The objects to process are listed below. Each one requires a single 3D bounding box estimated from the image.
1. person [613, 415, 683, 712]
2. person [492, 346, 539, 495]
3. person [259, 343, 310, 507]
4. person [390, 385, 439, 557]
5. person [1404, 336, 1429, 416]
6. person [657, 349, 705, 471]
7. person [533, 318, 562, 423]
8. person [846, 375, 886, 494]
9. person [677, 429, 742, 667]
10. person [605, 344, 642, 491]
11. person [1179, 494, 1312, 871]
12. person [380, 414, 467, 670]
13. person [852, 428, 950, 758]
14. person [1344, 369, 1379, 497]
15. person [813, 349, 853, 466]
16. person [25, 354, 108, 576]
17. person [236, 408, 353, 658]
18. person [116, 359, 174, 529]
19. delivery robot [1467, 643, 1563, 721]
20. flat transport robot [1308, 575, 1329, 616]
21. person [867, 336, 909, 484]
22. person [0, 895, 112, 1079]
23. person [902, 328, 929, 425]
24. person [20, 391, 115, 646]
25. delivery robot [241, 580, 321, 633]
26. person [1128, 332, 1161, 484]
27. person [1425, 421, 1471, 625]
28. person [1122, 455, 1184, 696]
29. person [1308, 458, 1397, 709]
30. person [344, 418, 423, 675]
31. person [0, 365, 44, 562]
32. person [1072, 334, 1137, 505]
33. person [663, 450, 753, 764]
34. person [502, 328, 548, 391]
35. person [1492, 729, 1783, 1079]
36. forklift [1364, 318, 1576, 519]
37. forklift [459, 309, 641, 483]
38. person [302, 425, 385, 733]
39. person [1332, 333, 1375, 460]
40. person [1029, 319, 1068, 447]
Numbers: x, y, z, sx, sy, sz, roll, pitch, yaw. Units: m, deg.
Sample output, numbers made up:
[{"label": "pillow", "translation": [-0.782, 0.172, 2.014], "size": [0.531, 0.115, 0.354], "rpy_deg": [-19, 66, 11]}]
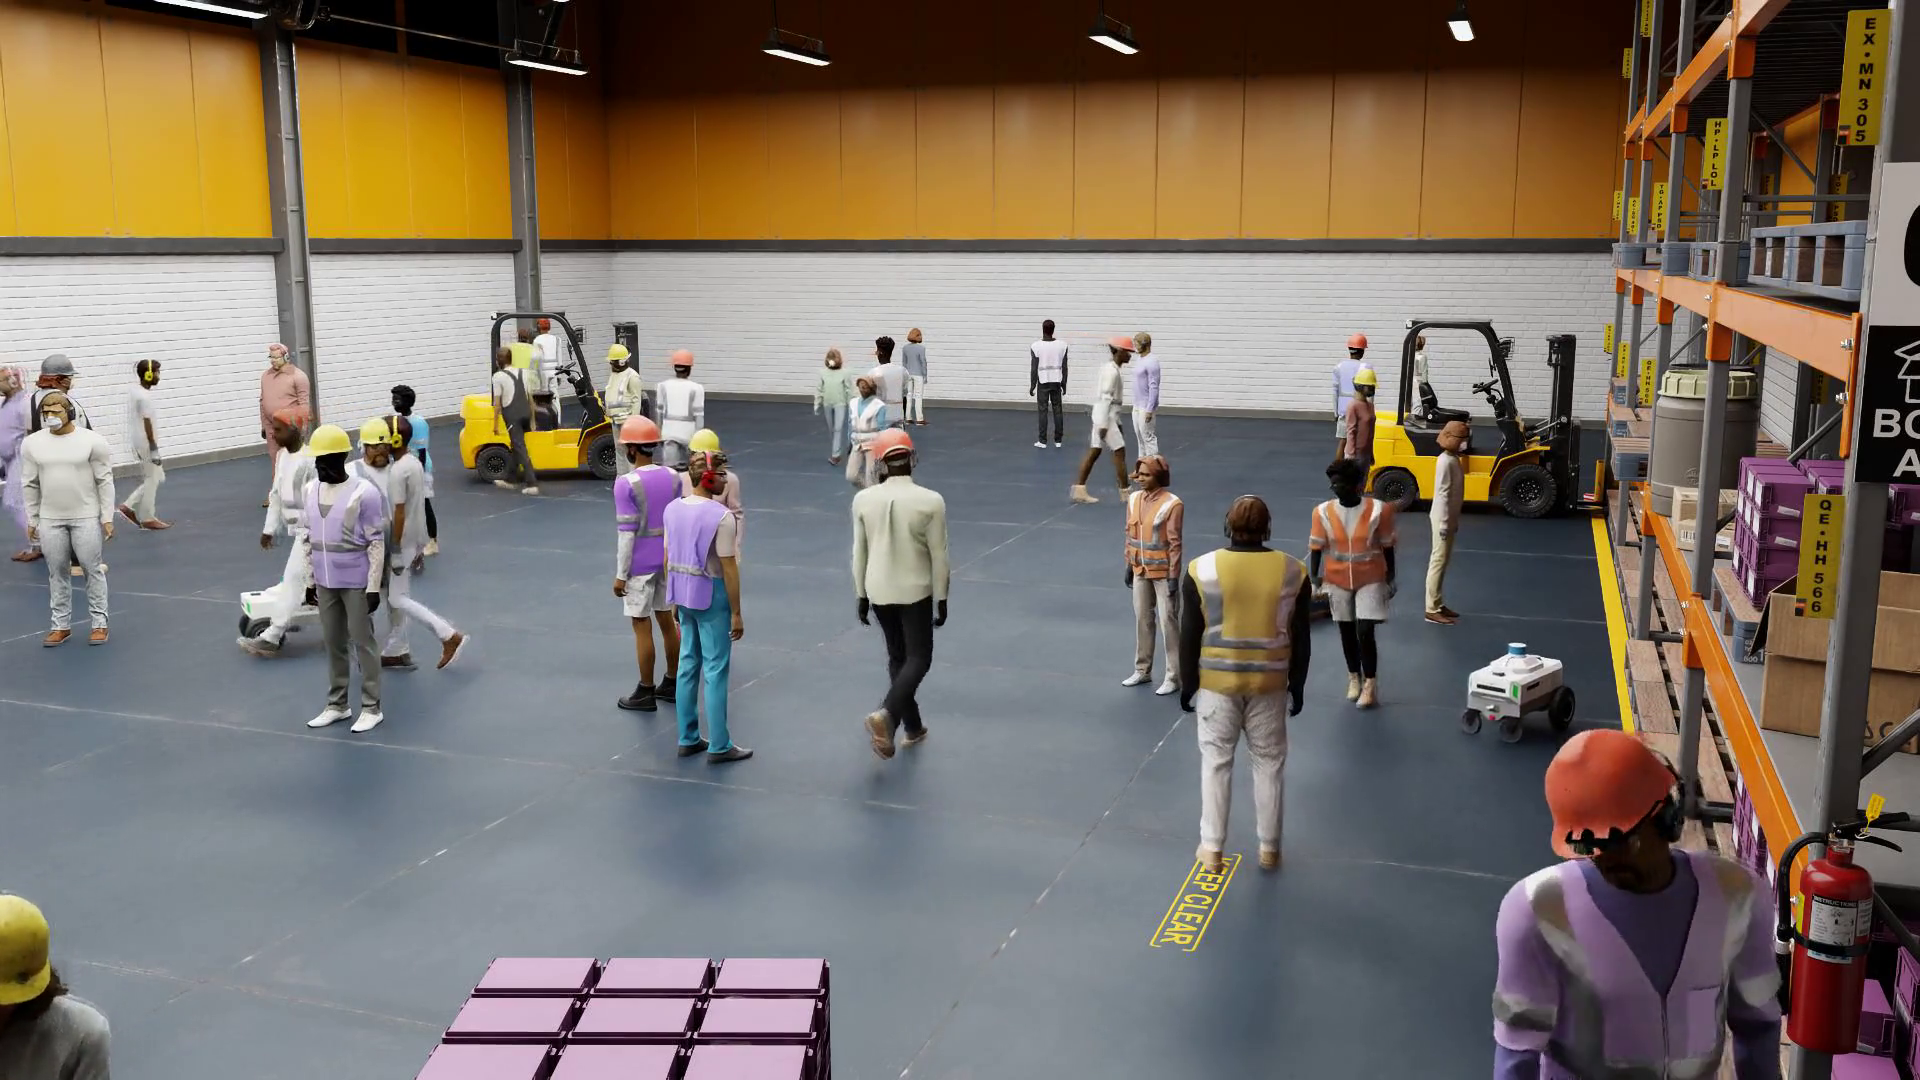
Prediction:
[{"label": "person", "translation": [-2.052, 0.151, 10.857], "size": [0.355, 1.940, 0.542], "rpy_deg": [7, 12, 33]}, {"label": "person", "translation": [-5.449, -1.450, 20.255], "size": [0.917, 1.792, 0.510], "rpy_deg": [6, 12, 32]}, {"label": "person", "translation": [-7.823, -1.316, 19.220], "size": [0.642, 1.906, 0.410], "rpy_deg": [3, 10, 16]}, {"label": "person", "translation": [-5.345, -0.676, 16.228], "size": [0.537, 1.684, 0.331], "rpy_deg": [9, 14, 42]}, {"label": "person", "translation": [7.027, -2.330, 25.671], "size": [0.306, 1.640, 0.521], "rpy_deg": [-5, 11, -25]}, {"label": "person", "translation": [-3.067, -1.152, 18.345], "size": [0.556, 1.893, 0.946], "rpy_deg": [1, 10, 3]}, {"label": "person", "translation": [-6.651, -2.636, 26.710], "size": [0.352, 1.883, 0.579], "rpy_deg": [9, 14, 42]}, {"label": "person", "translation": [-1.009, -0.988, 18.119], "size": [0.543, 1.625, 0.373], "rpy_deg": [8, 13, 37]}, {"label": "person", "translation": [-1.817, 0.075, 11.823], "size": [0.539, 1.747, 0.399], "rpy_deg": [-3, 10, -15]}, {"label": "person", "translation": [-4.137, -1.482, 20.378], "size": [0.404, 1.824, 0.586], "rpy_deg": [-9, 13, -40]}, {"label": "person", "translation": [1.374, 0.694, 8.073], "size": [0.633, 1.841, 0.429], "rpy_deg": [0, 10, 2]}, {"label": "person", "translation": [-3.929, 0.025, 11.819], "size": [0.738, 1.851, 0.548], "rpy_deg": [-1, 10, -4]}, {"label": "person", "translation": [-0.384, 0.324, 9.845], "size": [0.617, 1.955, 0.801], "rpy_deg": [4, 11, 21]}, {"label": "person", "translation": [4.138, -0.882, 17.162], "size": [0.311, 1.769, 0.522], "rpy_deg": [8, 13, 37]}, {"label": "person", "translation": [-1.764, -1.809, 22.845], "size": [0.516, 1.600, 0.797], "rpy_deg": [3, 11, 19]}, {"label": "person", "translation": [-8.241, -0.700, 15.362], "size": [0.681, 2.000, 0.536], "rpy_deg": [7, 12, 34]}, {"label": "person", "translation": [-4.923, -0.064, 12.366], "size": [1.026, 1.823, 0.565], "rpy_deg": [-9, 13, -41]}, {"label": "person", "translation": [-8.641, -0.996, 17.601], "size": [0.478, 1.838, 0.522], "rpy_deg": [-5, 11, -24]}, {"label": "delivery robot", "translation": [3.458, 0.886, 10.349], "size": [0.477, 0.478, 0.707], "rpy_deg": [9, 14, 42]}, {"label": "flat transport robot", "translation": [2.613, 0.499, 13.591], "size": [1.431, 0.197, 0.652], "rpy_deg": [-10, 14, -43]}, {"label": "person", "translation": [-0.870, -1.424, 19.646], "size": [0.603, 1.966, 0.368], "rpy_deg": [-10, 14, -43]}, {"label": "person", "translation": [-2.094, 1.568, 3.624], "size": [0.509, 1.670, 0.889], "rpy_deg": [-7, 12, -36]}, {"label": "person", "translation": [-0.754, -2.755, 28.082], "size": [0.497, 1.633, 0.289], "rpy_deg": [8, 13, 37]}, {"label": "person", "translation": [-6.739, -0.157, 12.590], "size": [0.637, 1.938, 0.355], "rpy_deg": [-2, 10, -10]}, {"label": "delivery robot", "translation": [-5.047, 0.488, 12.593], "size": [0.707, 0.478, 0.477], "rpy_deg": [-6, 12, -28]}, {"label": "person", "translation": [2.348, -1.682, 21.201], "size": [0.370, 1.934, 0.627], "rpy_deg": [-2, 10, -12]}, {"label": "person", "translation": [3.935, -0.149, 13.404], "size": [0.283, 1.631, 0.503], "rpy_deg": [5, 11, 25]}, {"label": "person", "translation": [1.319, 0.230, 11.289], "size": [0.318, 1.630, 0.512], "rpy_deg": [-8, 13, -38]}, {"label": "person", "translation": [2.573, 0.276, 10.932], "size": [0.557, 1.651, 0.561], "rpy_deg": [5, 11, 24]}, {"label": "person", "translation": [-4.095, 0.044, 11.767], "size": [0.600, 1.827, 0.404], "rpy_deg": [-9, 13, -41]}, {"label": "person", "translation": [-9.032, -0.724, 15.921], "size": [0.659, 1.885, 0.447], "rpy_deg": [10, 14, 43]}, {"label": "person", "translation": [1.778, -1.392, 19.382], "size": [0.995, 1.984, 0.613], "rpy_deg": [0, 10, 0]}, {"label": "person", "translation": [-1.509, 0.394, 9.753], "size": [0.570, 1.841, 0.372], "rpy_deg": [8, 13, 38]}, {"label": "person", "translation": [-6.461, -2.228, 24.661], "size": [0.655, 1.798, 0.527], "rpy_deg": [0, 10, 0]}, {"label": "person", "translation": [1.539, 1.376, 3.833], "size": [0.685, 1.989, 0.484], "rpy_deg": [-1, 10, -4]}, {"label": "forklift", "translation": [5.787, -1.437, 19.079], "size": [2.313, 2.155, 1.214], "rpy_deg": [3, 11, 19]}, {"label": "forklift", "translation": [-5.354, -1.902, 21.697], "size": [2.313, 2.155, 1.214], "rpy_deg": [-2, 10, -13]}, {"label": "person", "translation": [-3.863, 0.240, 10.390], "size": [0.590, 1.927, 0.367], "rpy_deg": [4, 11, 21]}, {"label": "person", "translation": [4.905, -1.596, 20.699], "size": [0.549, 1.937, 0.358], "rpy_deg": [8, 13, 39]}, {"label": "person", "translation": [1.334, -2.341, 24.948], "size": [0.588, 1.920, 0.386], "rpy_deg": [-3, 10, -15]}]
